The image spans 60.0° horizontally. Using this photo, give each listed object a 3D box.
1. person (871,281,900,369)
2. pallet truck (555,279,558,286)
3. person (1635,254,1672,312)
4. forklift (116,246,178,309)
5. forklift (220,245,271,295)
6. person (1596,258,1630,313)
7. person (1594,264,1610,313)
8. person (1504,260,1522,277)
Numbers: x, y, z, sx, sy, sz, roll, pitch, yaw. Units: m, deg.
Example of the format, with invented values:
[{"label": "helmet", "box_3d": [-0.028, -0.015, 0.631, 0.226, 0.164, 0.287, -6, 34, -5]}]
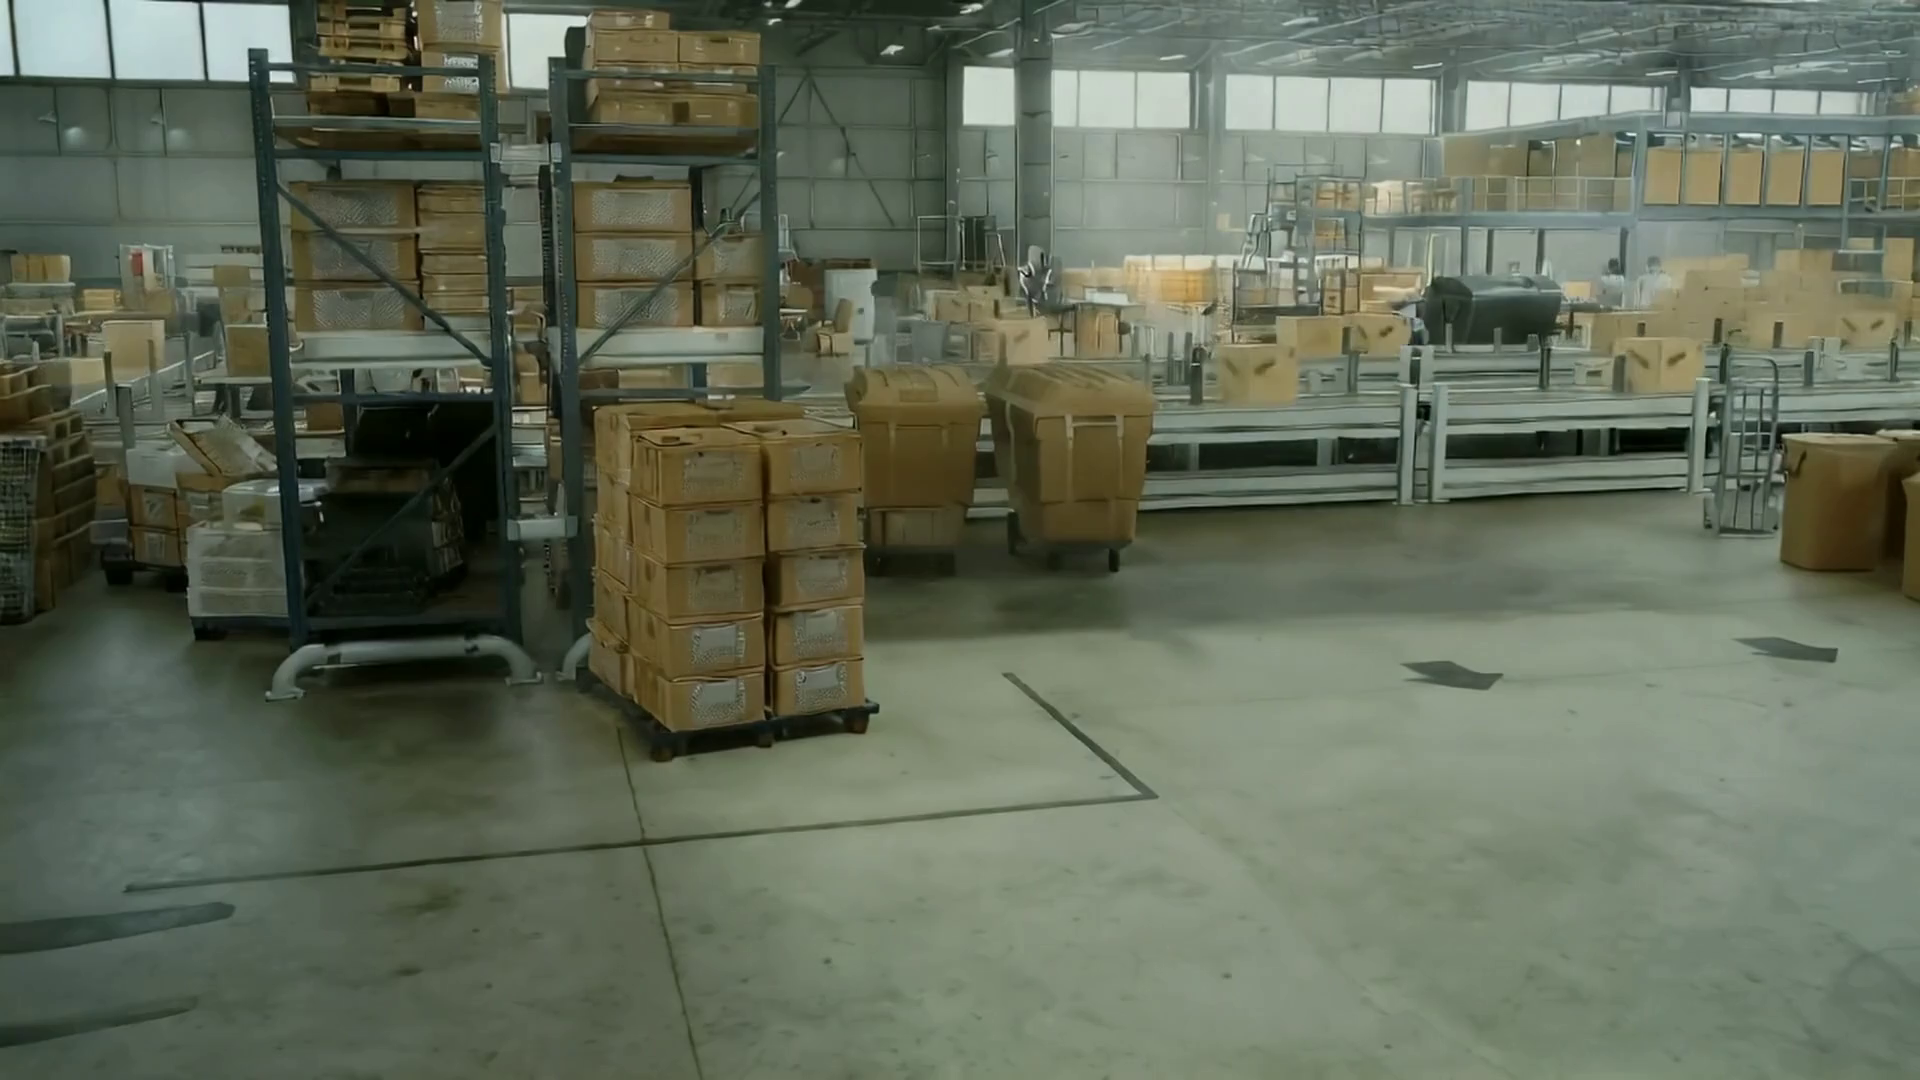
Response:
[{"label": "person", "box_3d": [-1.157, -3.131, 25.268, 0.608, 1.613, 0.510, 1, 10, 6]}, {"label": "pallet truck", "box_3d": [-10.604, -6.375, 44.520, 0.653, 1.274, 1.630, -3, 10, -15]}, {"label": "person", "box_3d": [12.885, -4.315, 30.936, 0.645, 1.977, 0.587, 3, 11, 19]}, {"label": "forklift", "box_3d": [-19.966, -6.232, 40.894, 1.157, 1.987, 2.680, -3, 10, -15]}, {"label": "forklift", "box_3d": [-17.749, -6.334, 41.440, 1.157, 1.987, 2.680, -3, 10, -17]}, {"label": "person", "box_3d": [12.929, -4.612, 32.876, 0.568, 1.891, 0.957, -1, 10, -7]}, {"label": "person", "box_3d": [14.374, -5.280, 37.107, 0.513, 1.728, 0.391, -3, 10, -15]}, {"label": "person", "box_3d": [11.737, -5.008, 35.279, 0.600, 1.829, 0.404, 5, 11, 27]}]
